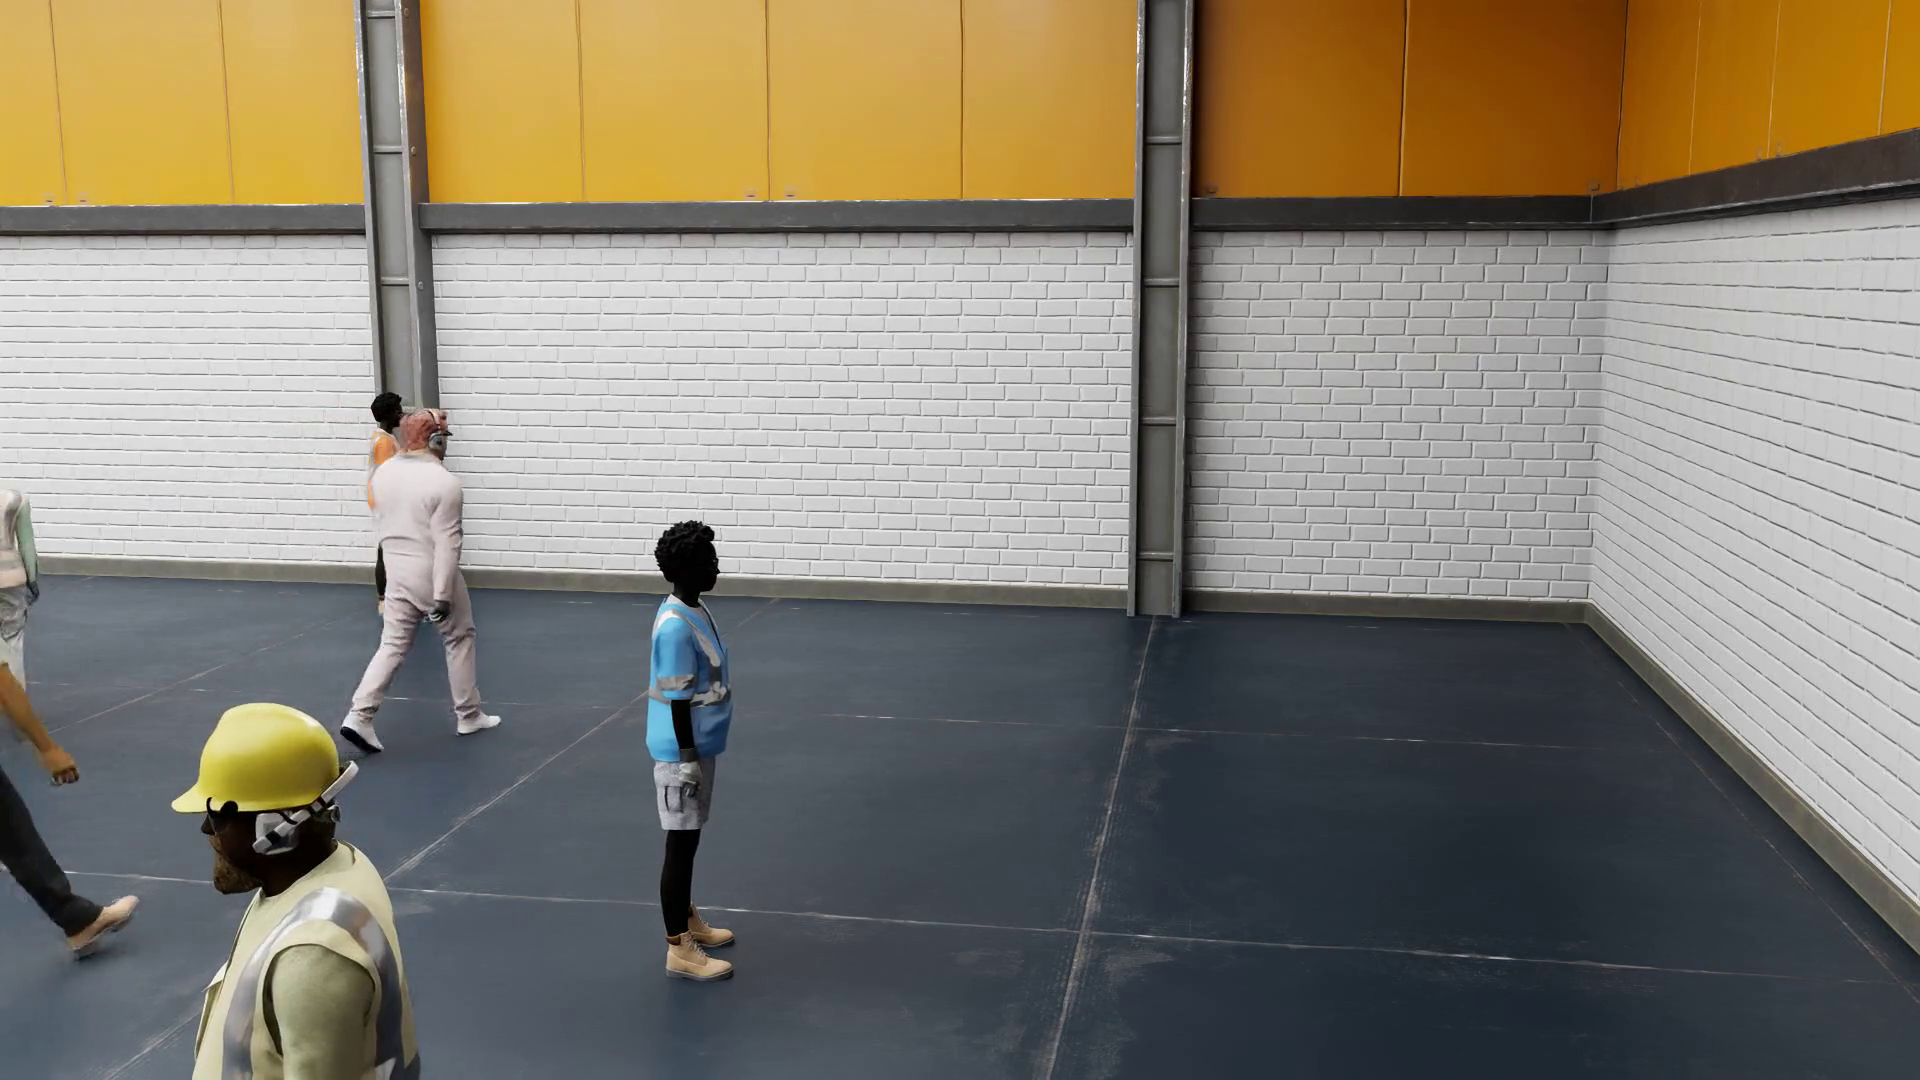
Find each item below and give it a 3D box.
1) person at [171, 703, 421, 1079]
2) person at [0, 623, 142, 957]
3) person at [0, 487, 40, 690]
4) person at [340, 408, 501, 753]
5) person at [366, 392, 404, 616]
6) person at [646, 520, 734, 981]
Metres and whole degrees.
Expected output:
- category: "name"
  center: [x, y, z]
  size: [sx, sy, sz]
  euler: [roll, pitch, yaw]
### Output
- category: "person"
  center: [-1.220, 1.198, 3.130]
  size: [0.403, 1.826, 0.590]
  euler: [-4, 10, -22]
- category: "person"
  center: [-3.489, 0.749, 5.980]
  size: [0.940, 1.781, 0.559]
  euler: [-8, 12, -42]
- category: "person"
  center: [-5.542, 0.269, 9.499]
  size: [0.519, 1.626, 0.522]
  euler: [-6, 11, -33]
- category: "person"
  center: [-2.979, 0.216, 9.069]
  size: [0.640, 1.869, 0.920]
  euler: [5, 10, 26]
- category: "person"
  center: [-4.331, -0.273, 12.612]
  size: [0.320, 1.694, 0.531]
  euler: [-3, 10, -17]
- category: "person"
  center: [-0.999, 0.768, 6.174]
  size: [0.317, 1.696, 0.538]
  euler: [-1, 9, -5]
